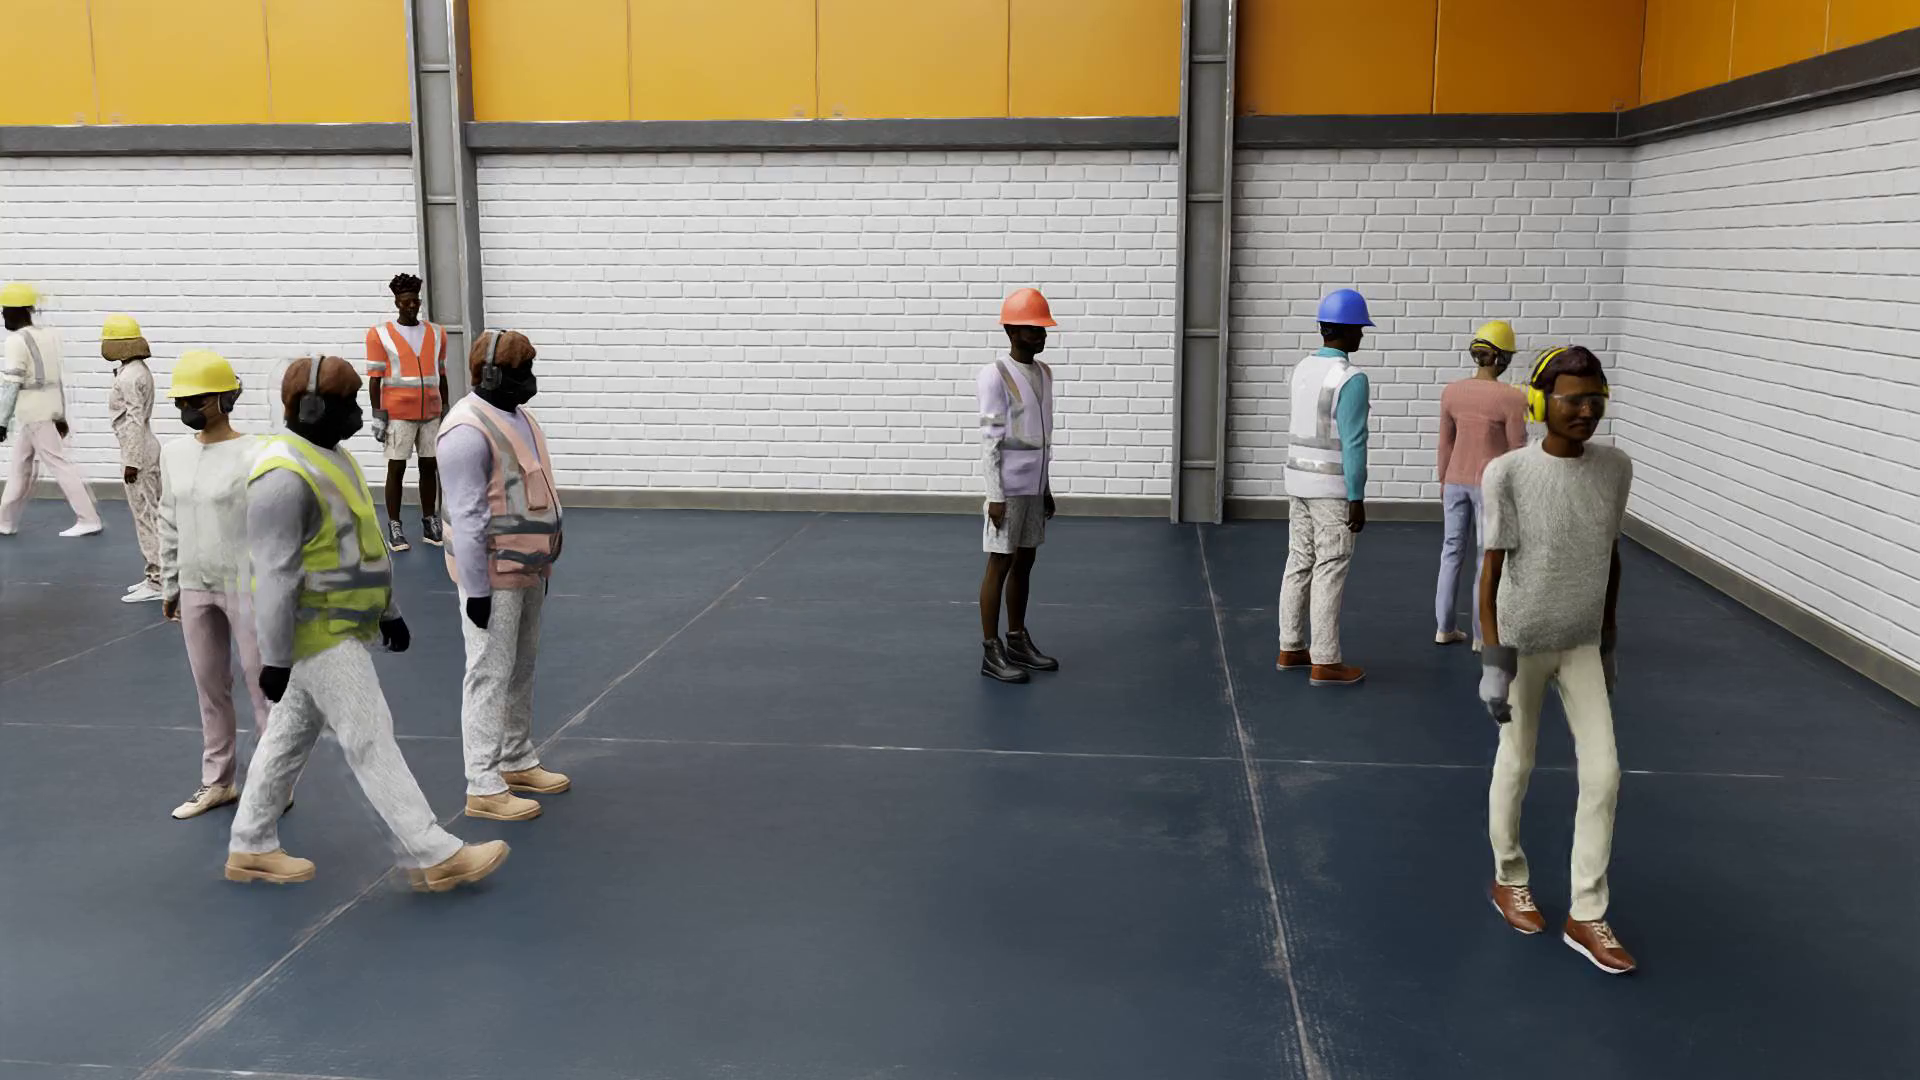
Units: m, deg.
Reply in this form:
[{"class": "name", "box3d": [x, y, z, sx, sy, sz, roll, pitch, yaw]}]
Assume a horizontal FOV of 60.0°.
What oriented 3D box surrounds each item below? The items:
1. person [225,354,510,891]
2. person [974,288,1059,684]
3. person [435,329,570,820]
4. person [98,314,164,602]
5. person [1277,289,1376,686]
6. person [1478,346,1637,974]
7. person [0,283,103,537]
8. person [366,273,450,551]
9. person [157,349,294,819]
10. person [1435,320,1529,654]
[{"class": "person", "box3d": [-2.039, 0.289, 5.491, 0.969, 1.790, 0.618, -2, 10, -9]}, {"class": "person", "box3d": [0.309, -0.272, 8.263, 0.372, 1.939, 0.544, 7, 12, 36]}, {"class": "person", "box3d": [-1.715, 0.127, 6.291, 0.429, 1.836, 0.629, 1, 10, 7]}, {"class": "person", "box3d": [-5.021, -0.498, 10.117, 0.302, 1.741, 0.494, -3, 10, -18]}, {"class": "person", "box3d": [1.824, -0.260, 8.210, 0.425, 1.938, 0.603, -3, 11, -19]}, {"class": "person", "box3d": [1.807, 0.351, 4.959, 0.539, 1.837, 0.785, -2, 10, -9]}, {"class": "person", "box3d": [-6.859, -0.937, 12.235, 0.982, 1.877, 0.597, -2, 10, -11]}, {"class": "person", "box3d": [-3.900, -0.912, 11.844, 0.612, 1.963, 0.361, -9, 13, -42]}, {"class": "person", "box3d": [-2.731, 0.182, 6.159, 0.533, 1.767, 0.312, 3, 10, 14]}, {"class": "person", "box3d": [2.770, -0.277, 8.818, 0.345, 1.758, 0.532, -8, 13, -38]}]
